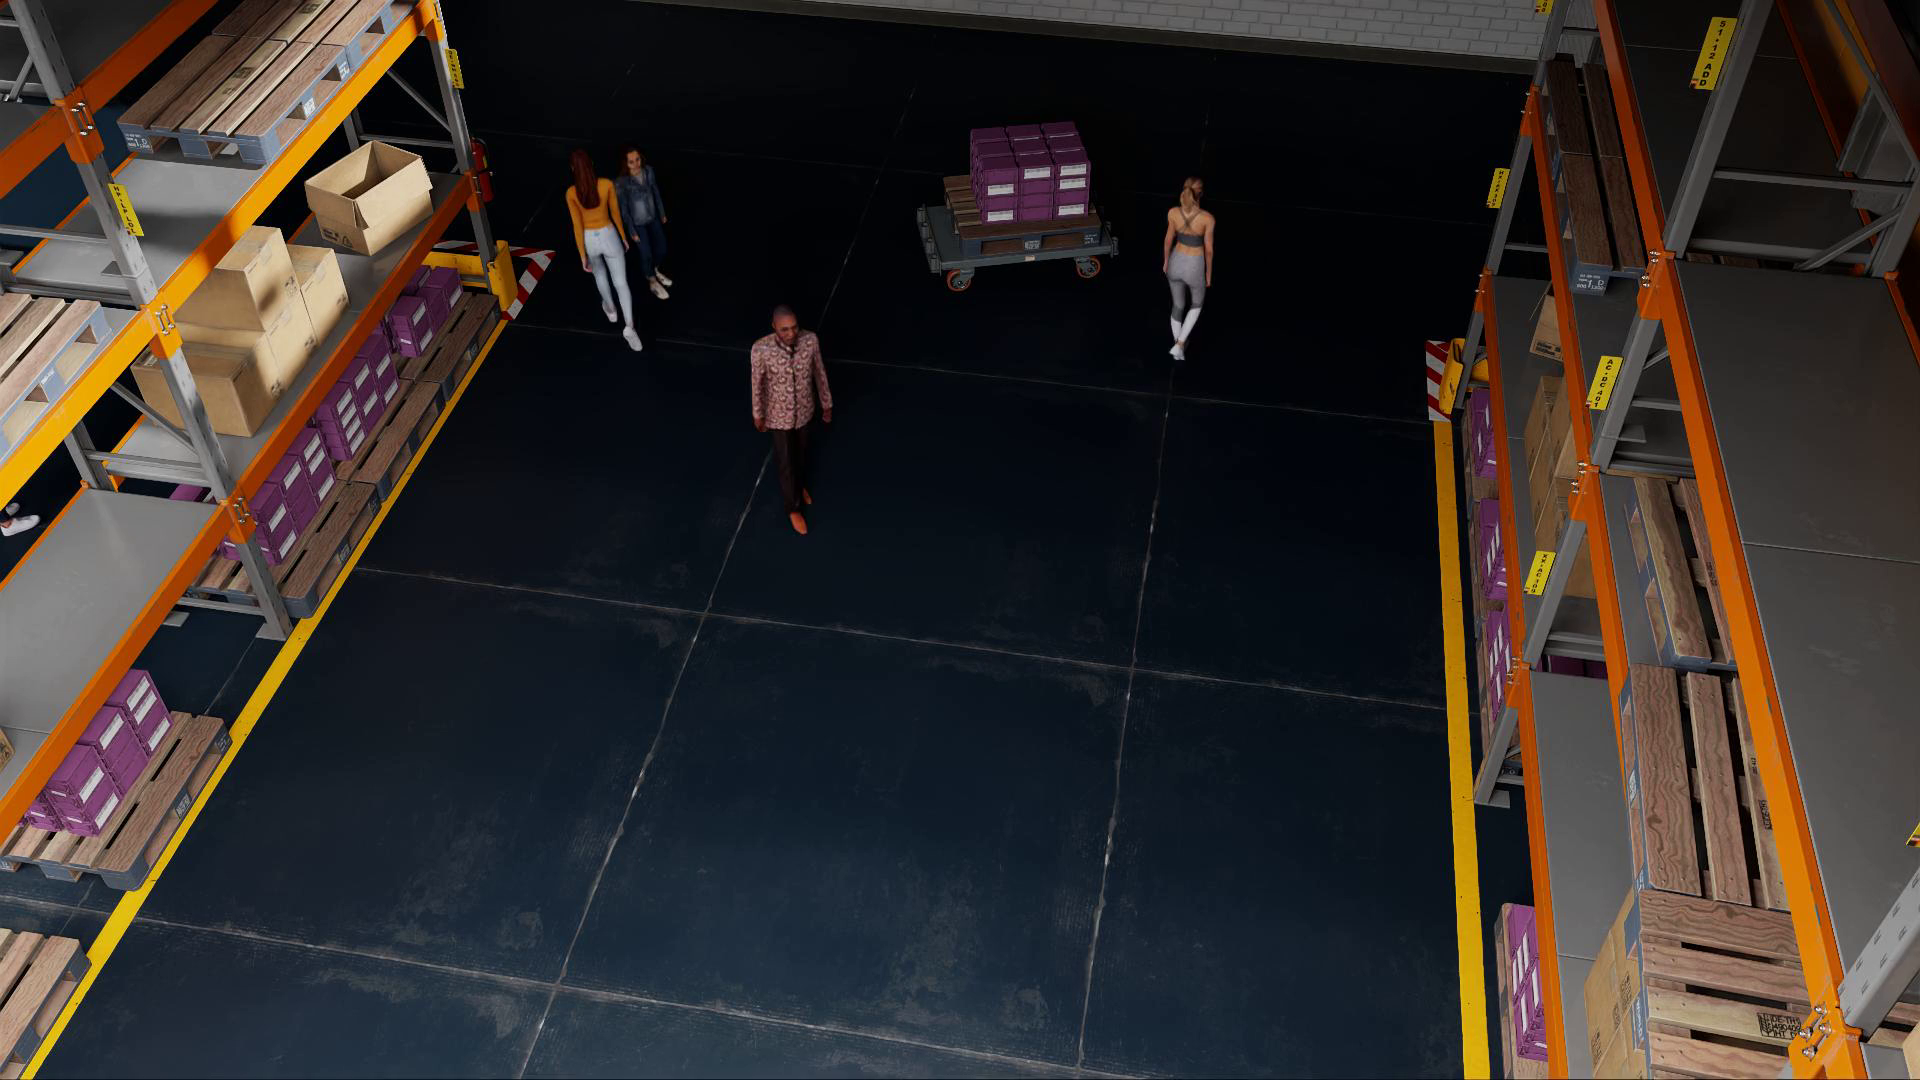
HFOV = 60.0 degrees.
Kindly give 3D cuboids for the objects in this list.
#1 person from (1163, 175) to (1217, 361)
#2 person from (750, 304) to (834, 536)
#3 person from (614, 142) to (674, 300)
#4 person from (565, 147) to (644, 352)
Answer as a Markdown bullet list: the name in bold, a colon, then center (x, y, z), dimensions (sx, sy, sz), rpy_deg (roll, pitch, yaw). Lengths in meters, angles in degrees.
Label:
- **person**: center (1.773, -2.091, 13.154), dimensions (0.672, 1.698, 0.781), rpy_deg (17, 46, 17)
- **person**: center (-1.251, -0.988, 11.930), dimensions (0.979, 1.788, 1.051), rpy_deg (-21, 47, -21)
- **person**: center (-2.713, -2.692, 13.951), dimensions (0.744, 1.468, 0.633), rpy_deg (27, 50, 26)
- **person**: center (-2.863, -2.306, 13.367), dimensions (0.975, 1.714, 1.227), rpy_deg (-14, 45, -14)
